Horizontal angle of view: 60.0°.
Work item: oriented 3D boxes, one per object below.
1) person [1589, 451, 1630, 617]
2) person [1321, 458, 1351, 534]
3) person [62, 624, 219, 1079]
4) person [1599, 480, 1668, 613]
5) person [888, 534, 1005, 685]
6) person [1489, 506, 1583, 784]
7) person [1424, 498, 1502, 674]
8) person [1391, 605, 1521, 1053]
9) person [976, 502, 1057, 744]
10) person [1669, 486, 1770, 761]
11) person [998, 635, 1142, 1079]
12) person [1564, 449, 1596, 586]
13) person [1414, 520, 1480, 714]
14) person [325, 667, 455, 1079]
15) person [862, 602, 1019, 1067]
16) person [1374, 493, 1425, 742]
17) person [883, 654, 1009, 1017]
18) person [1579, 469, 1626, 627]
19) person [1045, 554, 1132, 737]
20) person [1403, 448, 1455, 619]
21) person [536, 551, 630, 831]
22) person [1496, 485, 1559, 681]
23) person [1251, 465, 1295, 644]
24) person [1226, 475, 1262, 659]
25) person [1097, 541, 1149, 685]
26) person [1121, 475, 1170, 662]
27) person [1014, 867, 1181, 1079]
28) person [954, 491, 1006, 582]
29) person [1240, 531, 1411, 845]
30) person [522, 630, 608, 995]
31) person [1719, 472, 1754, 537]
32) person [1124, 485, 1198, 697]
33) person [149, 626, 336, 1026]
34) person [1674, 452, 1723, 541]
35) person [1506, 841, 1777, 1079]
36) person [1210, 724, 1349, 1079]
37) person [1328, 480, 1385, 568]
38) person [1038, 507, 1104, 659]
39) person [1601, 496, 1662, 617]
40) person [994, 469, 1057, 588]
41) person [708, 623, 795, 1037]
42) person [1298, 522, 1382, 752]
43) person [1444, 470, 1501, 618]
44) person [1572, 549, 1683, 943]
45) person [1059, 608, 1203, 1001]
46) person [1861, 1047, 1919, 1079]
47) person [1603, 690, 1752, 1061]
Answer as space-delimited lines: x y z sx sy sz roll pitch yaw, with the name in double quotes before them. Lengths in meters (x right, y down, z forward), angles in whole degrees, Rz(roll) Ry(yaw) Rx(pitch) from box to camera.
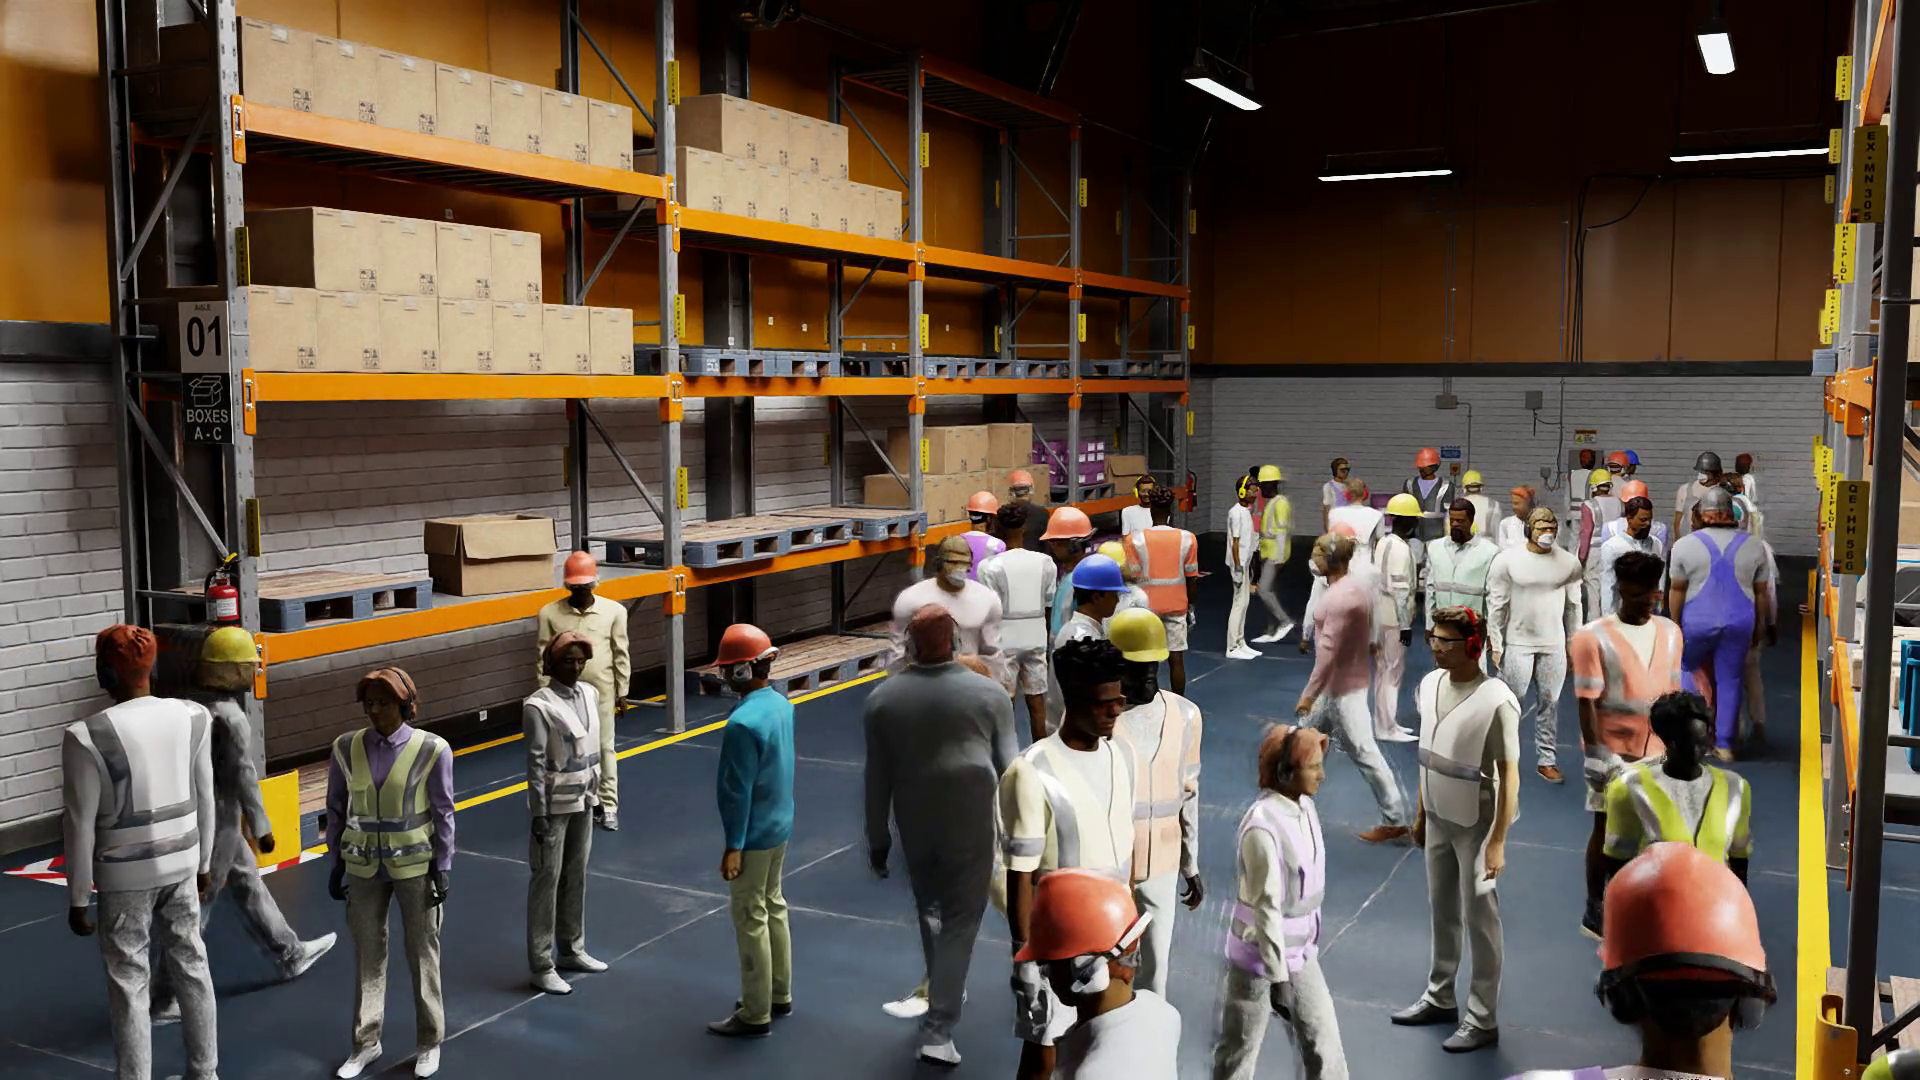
"person" 7.677 -0.048 19.509 0.618 1.986 0.408 5 7 44
"person" 4.760 -0.114 20.942 0.508 1.846 0.345 -5 7 -42
"person" -3.033 1.245 6.185 0.355 1.877 0.574 3 6 31
"person" 5.838 0.445 14.437 0.552 1.936 0.358 2 6 22
"person" -0.083 0.911 9.547 0.649 1.917 0.477 -2 6 -20
"person" 3.963 0.729 11.463 0.635 1.932 0.363 0 5 2
"person" 3.813 0.631 12.617 0.586 1.910 0.396 5 7 42
"person" 2.111 1.186 6.946 0.395 1.847 0.564 -2 6 -20
"person" 0.377 0.721 11.327 0.608 1.963 0.369 -3 6 -25
"person" 5.576 0.594 12.284 0.691 2.000 0.541 1 5 13
"person" 0.382 1.274 5.430 0.385 1.958 0.607 5 7 44
"person" 8.564 -0.308 22.823 0.337 1.882 0.583 -3 6 -30
"person" 3.948 0.661 13.308 0.486 1.724 0.617 -2 6 -22
"person" -2.265 1.318 6.630 0.514 1.641 0.307 0 5 1
"person" -0.063 1.187 6.912 0.639 1.860 0.961 2 6 19
"person" 3.394 0.599 12.904 0.389 1.922 0.589 0 5 4
"person" 0.112 1.283 7.235 0.828 1.593 0.513 0 5 1
"person" 7.074 0.129 18.395 0.597 1.831 0.403 -2 6 -21
"person" 0.623 1.035 8.110 0.417 1.939 0.611 0 5 1
"person" 5.411 -0.056 19.316 0.605 2.035 0.392 3 6 29
"person" -2.327 0.932 10.261 0.569 1.739 0.354 -1 5 -9
"person" 5.342 0.401 15.510 0.998 1.839 0.629 -4 7 -39
"person" 3.282 0.160 17.595 0.420 1.912 0.620 0 5 -2
"person" 2.855 0.276 16.721 0.351 1.856 0.521 2 6 20
"person" 1.081 0.843 11.425 0.487 1.707 0.750 2 6 21
"person" 1.839 0.287 16.501 0.526 1.871 0.324 -1 5 -6
"person" 0.282 1.553 3.544 0.337 1.743 0.563 2 6 20
"person" 0.150 0.581 13.074 0.548 1.924 0.387 3 6 26
"person" 2.241 0.890 9.968 1.010 1.889 0.634 1 5 6
"person" -1.810 1.227 7.629 0.313 1.636 0.517 2 6 21
"person" 8.232 0.191 17.768 0.429 1.829 0.638 4 7 36
"person" 1.588 0.544 13.221 0.609 1.965 0.364 -1 5 -7
"person" -3.187 1.224 7.346 0.902 1.686 0.496 -5 7 -43
"person" 8.195 0.036 18.285 0.678 2.000 0.536 4 6 35
"person" 1.144 1.499 2.663 0.633 2.031 0.407 3 6 27
"person" 1.150 1.428 5.573 0.759 1.605 0.544 4 6 35
"person" 4.092 0.279 17.064 0.609 1.773 1.017 2 6 24
"person" 0.651 0.824 9.805 0.391 2.040 0.615 -1 5 -7
"person" 5.186 0.607 12.876 0.599 1.909 0.398 -3 6 -29
"person" 0.581 0.314 15.733 0.636 1.962 0.865 3 6 30
"person" -0.895 1.224 7.112 0.348 1.740 0.574 1 5 13
"person" 2.830 0.721 12.577 0.568 1.722 0.751 -3 6 -28
"person" 5.661 0.139 18.331 0.642 1.820 0.456 2 6 18
"person" 3.318 1.015 8.218 0.619 1.952 0.409 -1 5 -14
"person" 0.656 1.209 6.273 0.588 1.927 0.366 -2 6 -22
"person" 2.084 1.592 3.376 0.540 1.695 0.317 1 5 14
"person" 2.591 1.352 6.084 0.531 1.677 0.639 0 5 1
